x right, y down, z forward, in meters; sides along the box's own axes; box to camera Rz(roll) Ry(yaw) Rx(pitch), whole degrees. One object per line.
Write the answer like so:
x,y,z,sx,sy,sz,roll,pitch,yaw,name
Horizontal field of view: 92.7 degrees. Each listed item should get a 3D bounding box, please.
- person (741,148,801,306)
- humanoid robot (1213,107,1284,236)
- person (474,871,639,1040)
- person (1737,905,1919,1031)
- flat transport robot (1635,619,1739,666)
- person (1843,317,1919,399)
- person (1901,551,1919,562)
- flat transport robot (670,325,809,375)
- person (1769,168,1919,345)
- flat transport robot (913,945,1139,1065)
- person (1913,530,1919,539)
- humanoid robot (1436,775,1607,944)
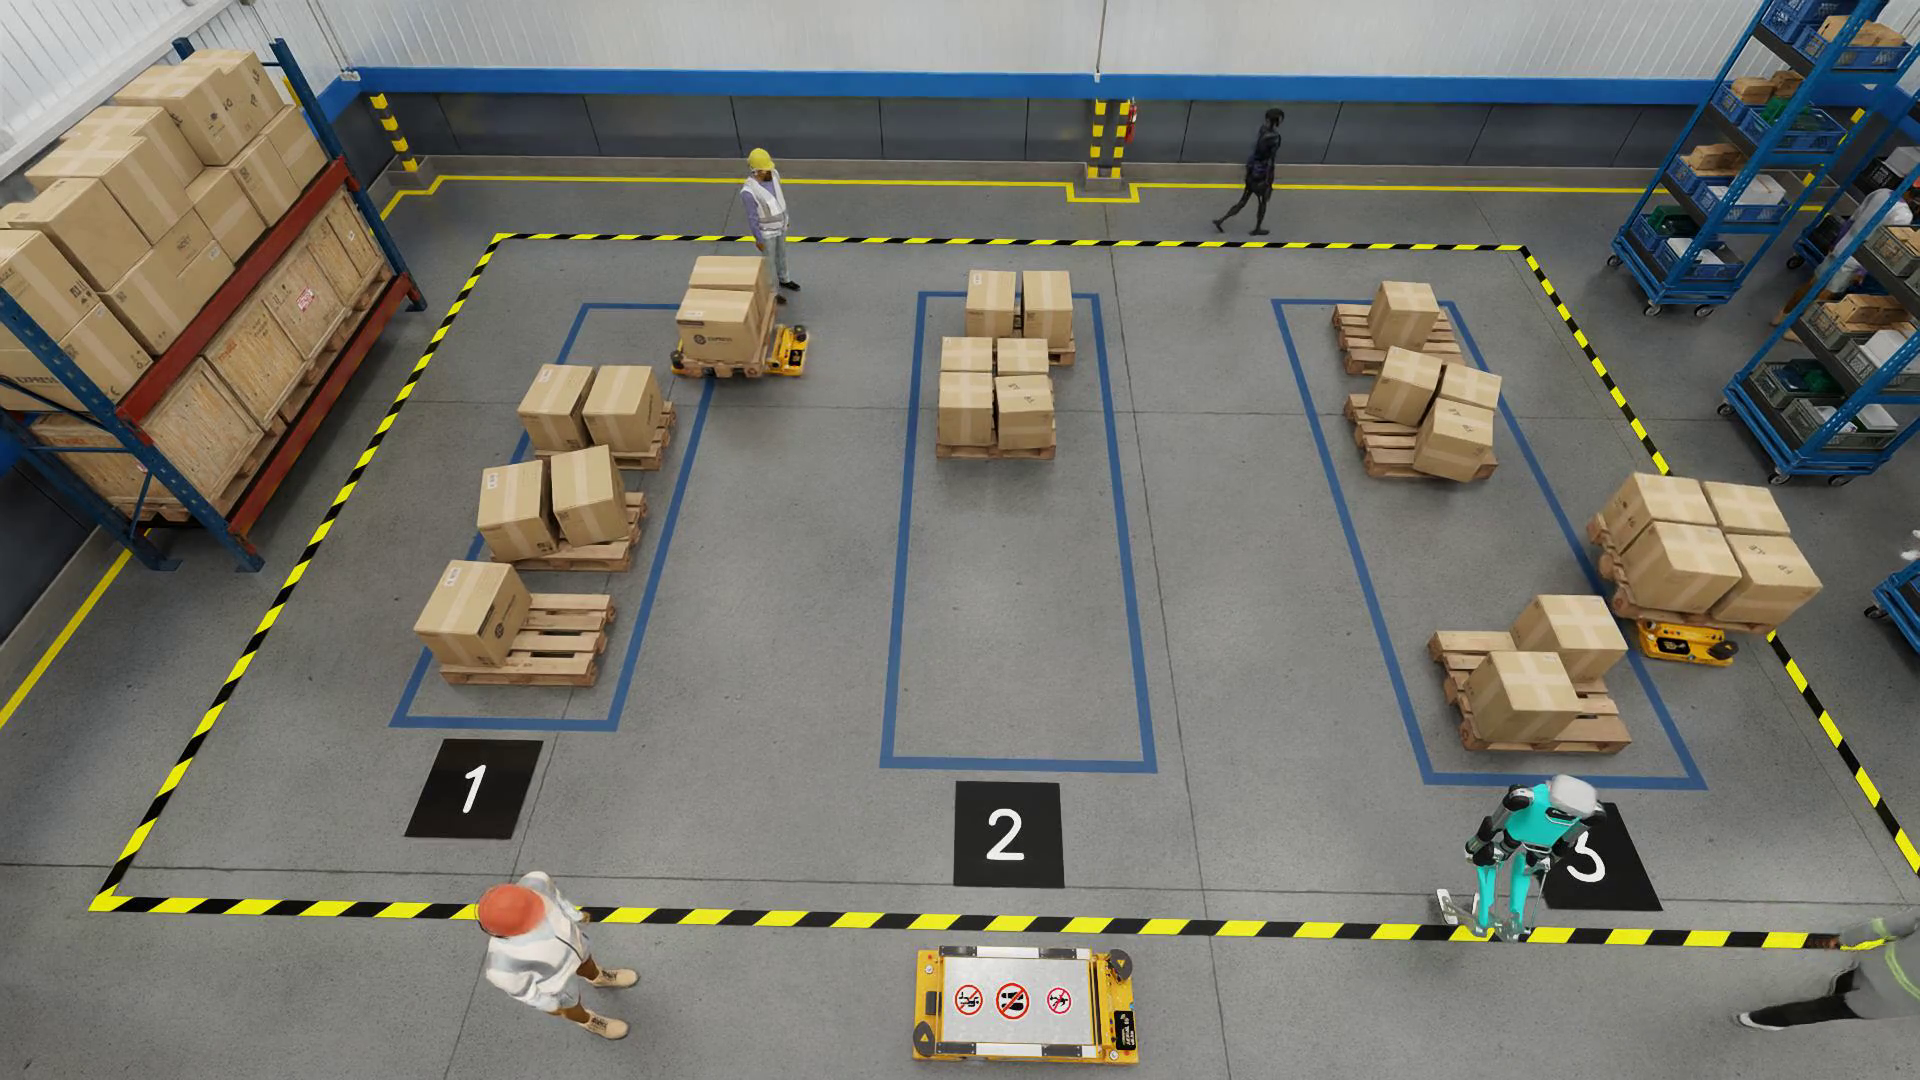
-2.131,-3.546,10.367,0.404,1.830,0.599,21,54,16,person
3.629,-4.492,11.270,0.733,1.655,0.601,-6,51,-5,humanoid robot
-2.327,2.434,5.358,0.389,2.044,0.606,2,51,2,person
5.570,2.602,5.374,0.976,1.800,0.605,1,51,1,person
6.258,0.425,8.122,0.652,0.197,1.431,7,51,5,flat transport robot
9.274,-1.918,9.014,0.329,1.876,0.509,12,52,10,person
8.995,-0.173,7.595,0.439,1.877,0.752,-37,60,-26,person
-2.449,-2.131,10.205,1.431,0.197,0.652,1,51,1,flat transport robot
9.595,-3.056,9.833,0.390,2.044,0.607,5,51,4,person
0.422,3.041,6.007,1.431,0.231,0.659,1,51,1,flat transport robot
9.227,-0.577,8.008,0.483,1.737,0.305,-20,54,-16,person
3.474,2.123,5.721,0.533,1.677,0.735,10,52,8,humanoid robot
